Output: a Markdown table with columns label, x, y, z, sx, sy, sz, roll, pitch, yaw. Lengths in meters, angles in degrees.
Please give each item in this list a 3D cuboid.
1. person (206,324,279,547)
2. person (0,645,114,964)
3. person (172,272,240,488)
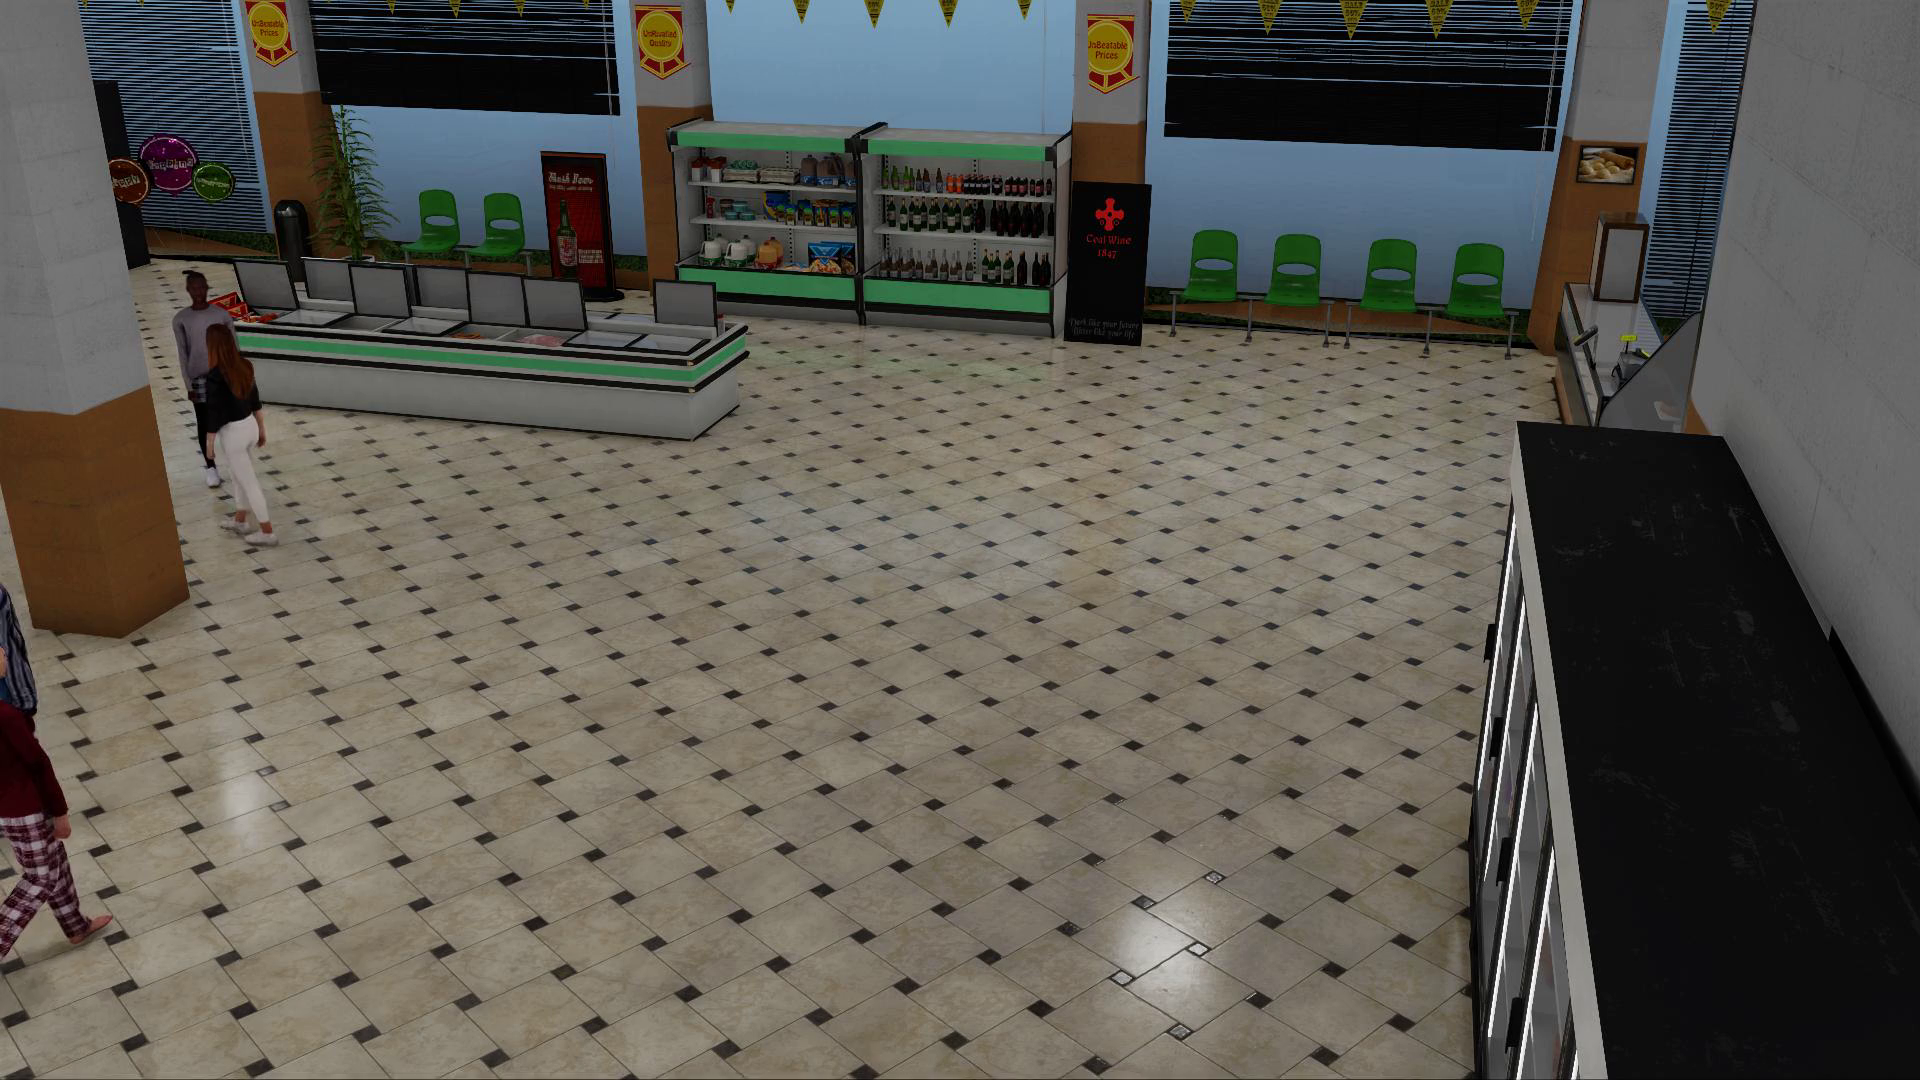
| label | x | y | z | sx | sy | sz | roll | pitch | yaw |
| --- | --- | --- | --- | --- | --- | --- | --- | --- | --- |
| person | -5.253 | -0.756 | 12.274 | 0.789 | 1.689 | 0.615 | 5 | 23 | 13 |
| person | -4.252 | 1.216 | 7.387 | 0.971 | 1.676 | 0.785 | 9 | 24 | 22 |
| person | -6.094 | -1.315 | 13.559 | 0.664 | 1.770 | 0.739 | -11 | 24 | -24 |
